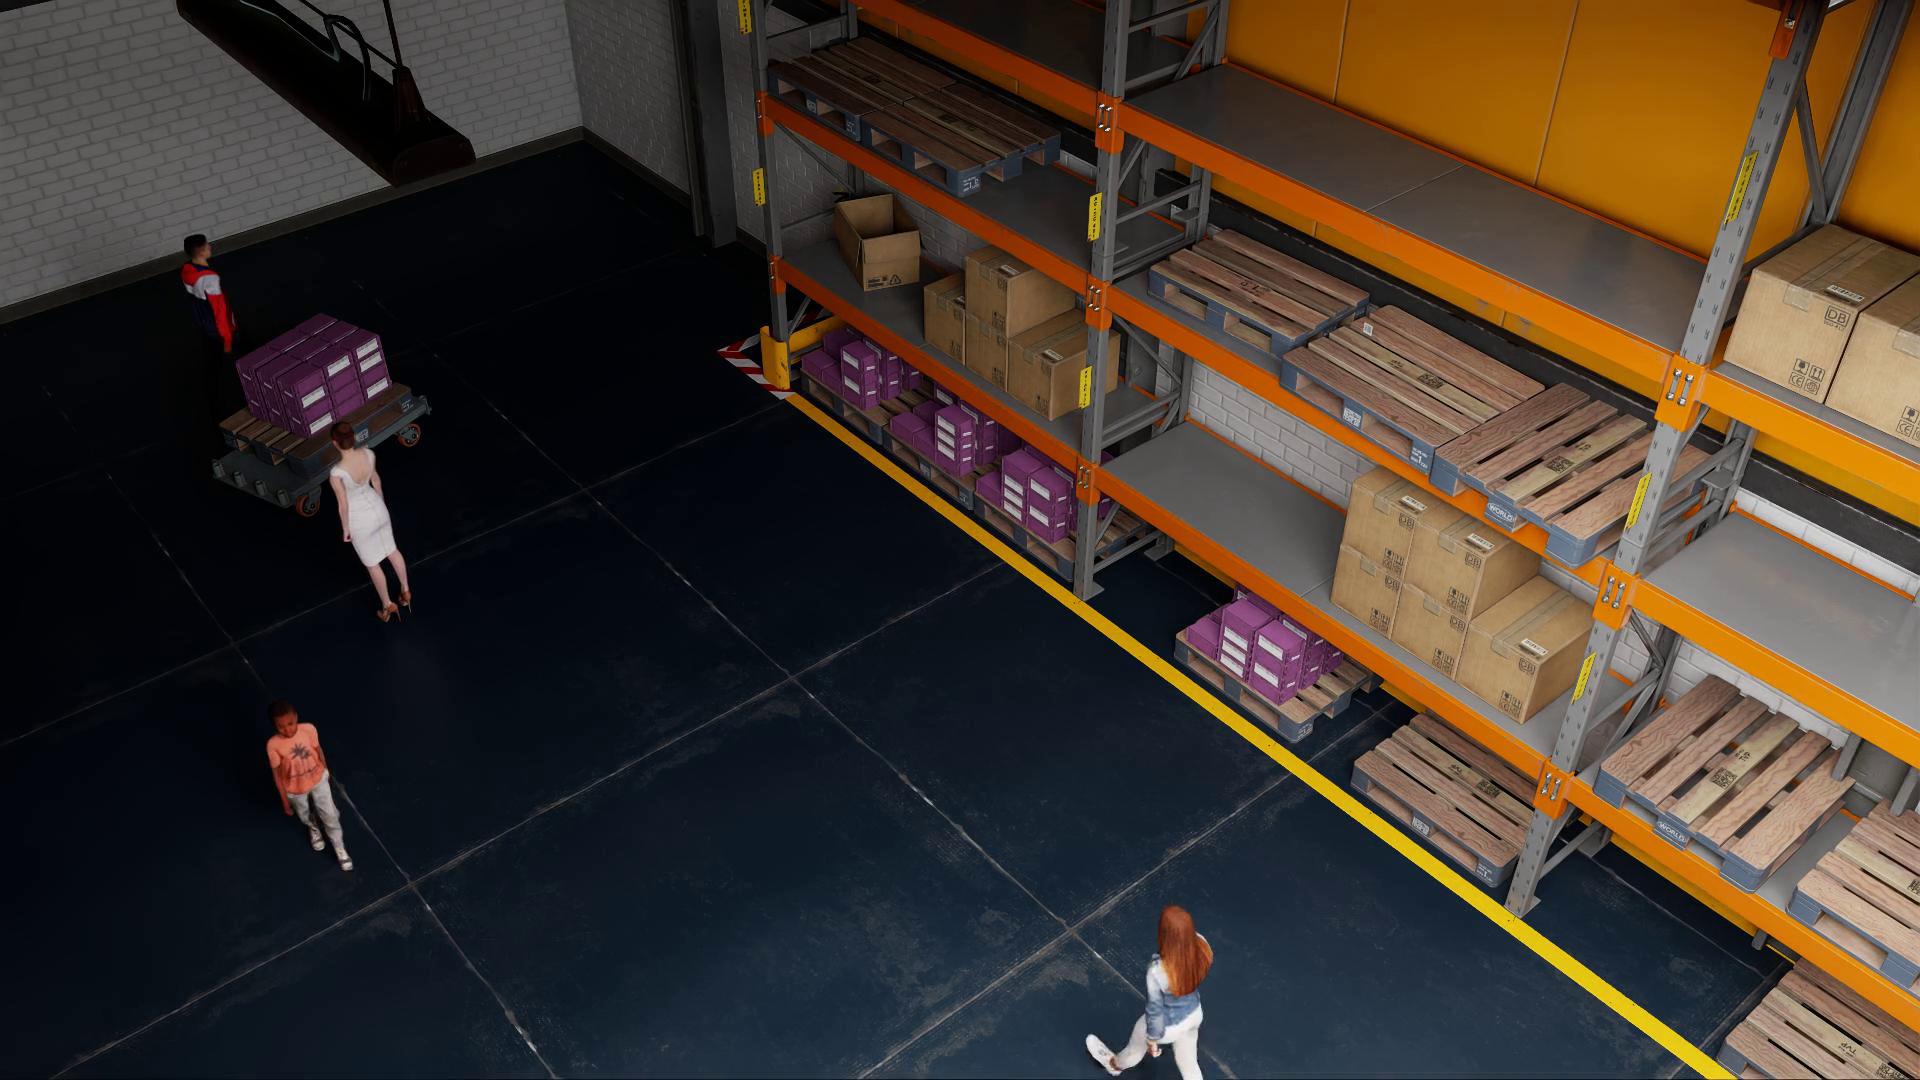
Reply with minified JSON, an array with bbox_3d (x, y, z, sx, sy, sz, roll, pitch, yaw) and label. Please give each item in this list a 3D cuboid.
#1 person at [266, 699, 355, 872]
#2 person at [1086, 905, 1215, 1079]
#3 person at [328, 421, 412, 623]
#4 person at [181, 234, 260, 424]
[{"bbox_3d":[-4.204,1.481,10.586,0.567,1.289,0.807,-19,42,-22],"label":"person"},{"bbox_3d":[1.195,2.611,8.869,0.668,1.666,1.040,-23,44,-26],"label":"person"},{"bbox_3d":[-4.348,-0.136,12.208,0.598,1.793,0.637,21,43,24],"label":"person"},{"bbox_3d":[-6.459,-1.778,14.321,1.070,1.721,0.871,25,45,27],"label":"person"}]
